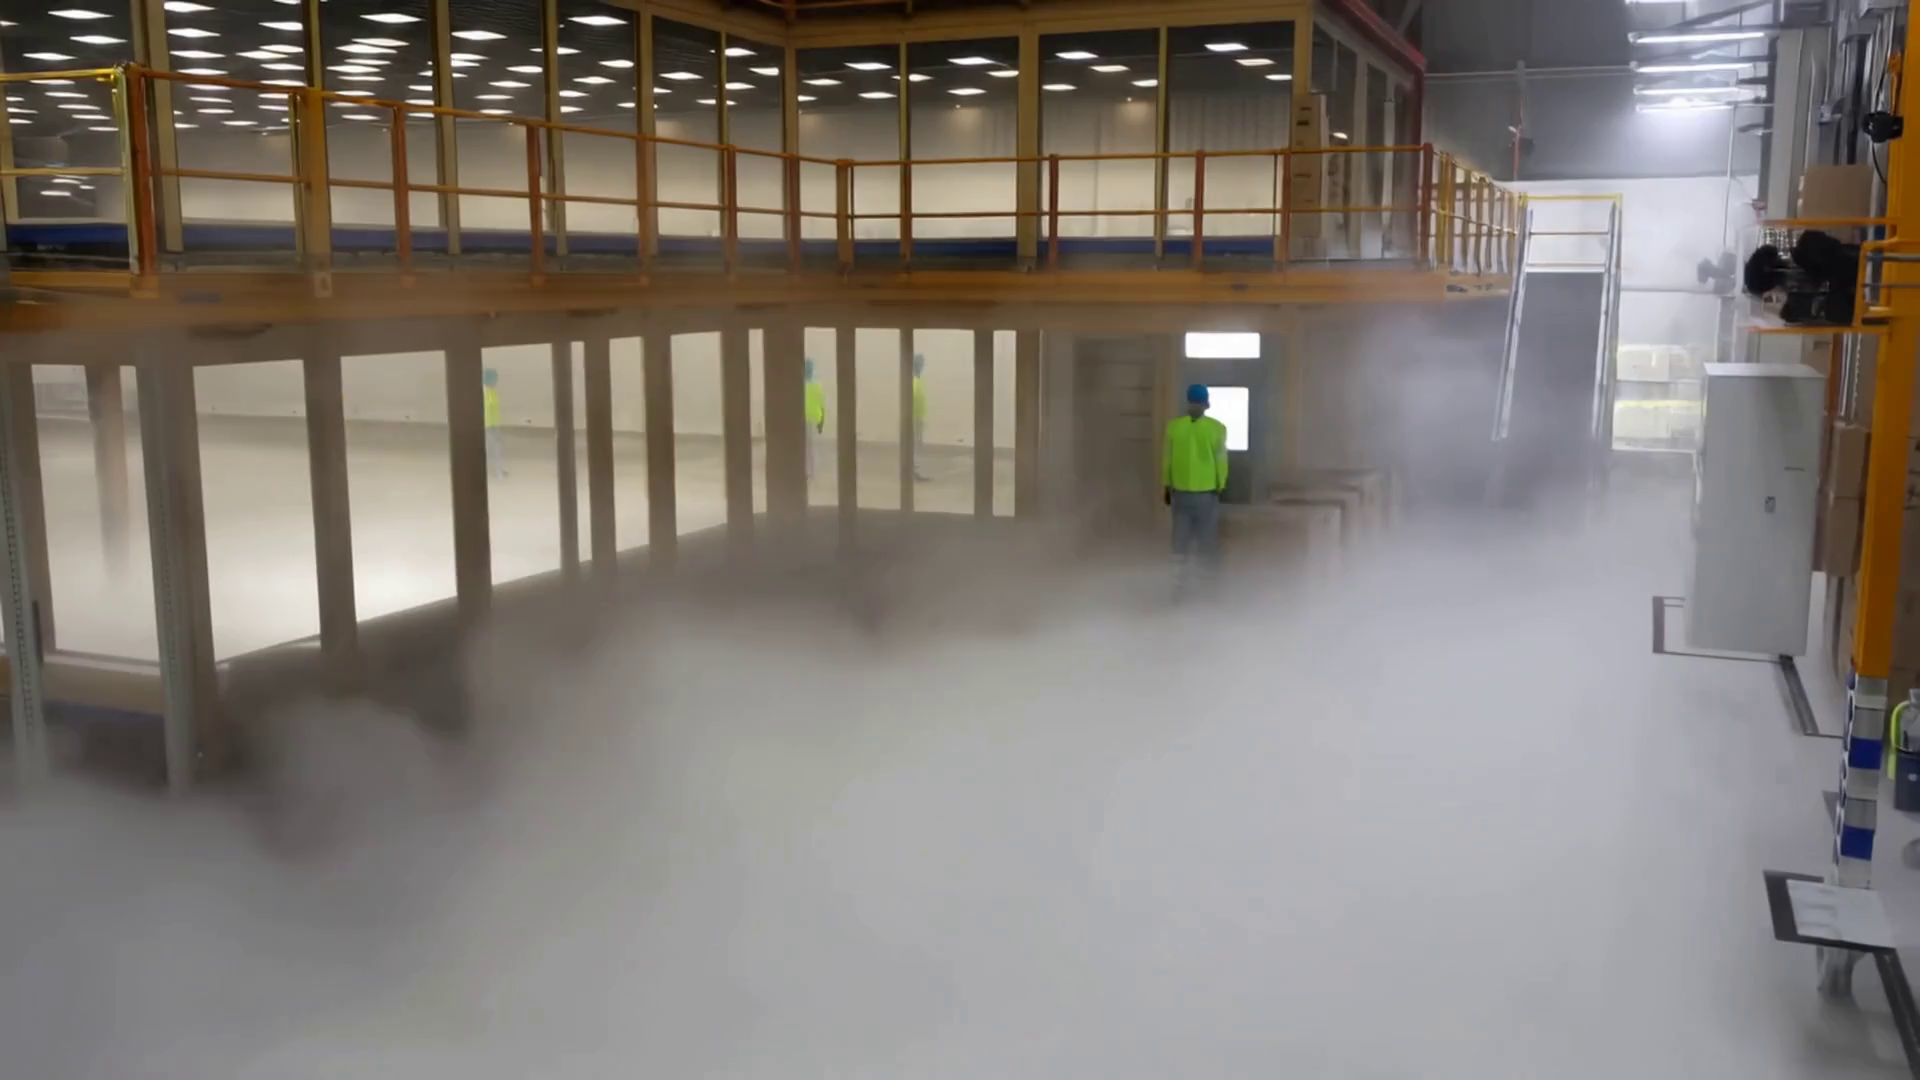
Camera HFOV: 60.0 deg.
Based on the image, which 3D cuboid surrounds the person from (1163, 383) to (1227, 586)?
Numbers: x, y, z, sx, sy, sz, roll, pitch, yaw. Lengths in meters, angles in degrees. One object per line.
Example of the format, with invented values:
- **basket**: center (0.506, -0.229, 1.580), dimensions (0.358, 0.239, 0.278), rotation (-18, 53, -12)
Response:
- **person**: center (2.277, -0.533, 16.119), dimensions (0.612, 1.986, 0.406), rotation (1, 9, 8)
